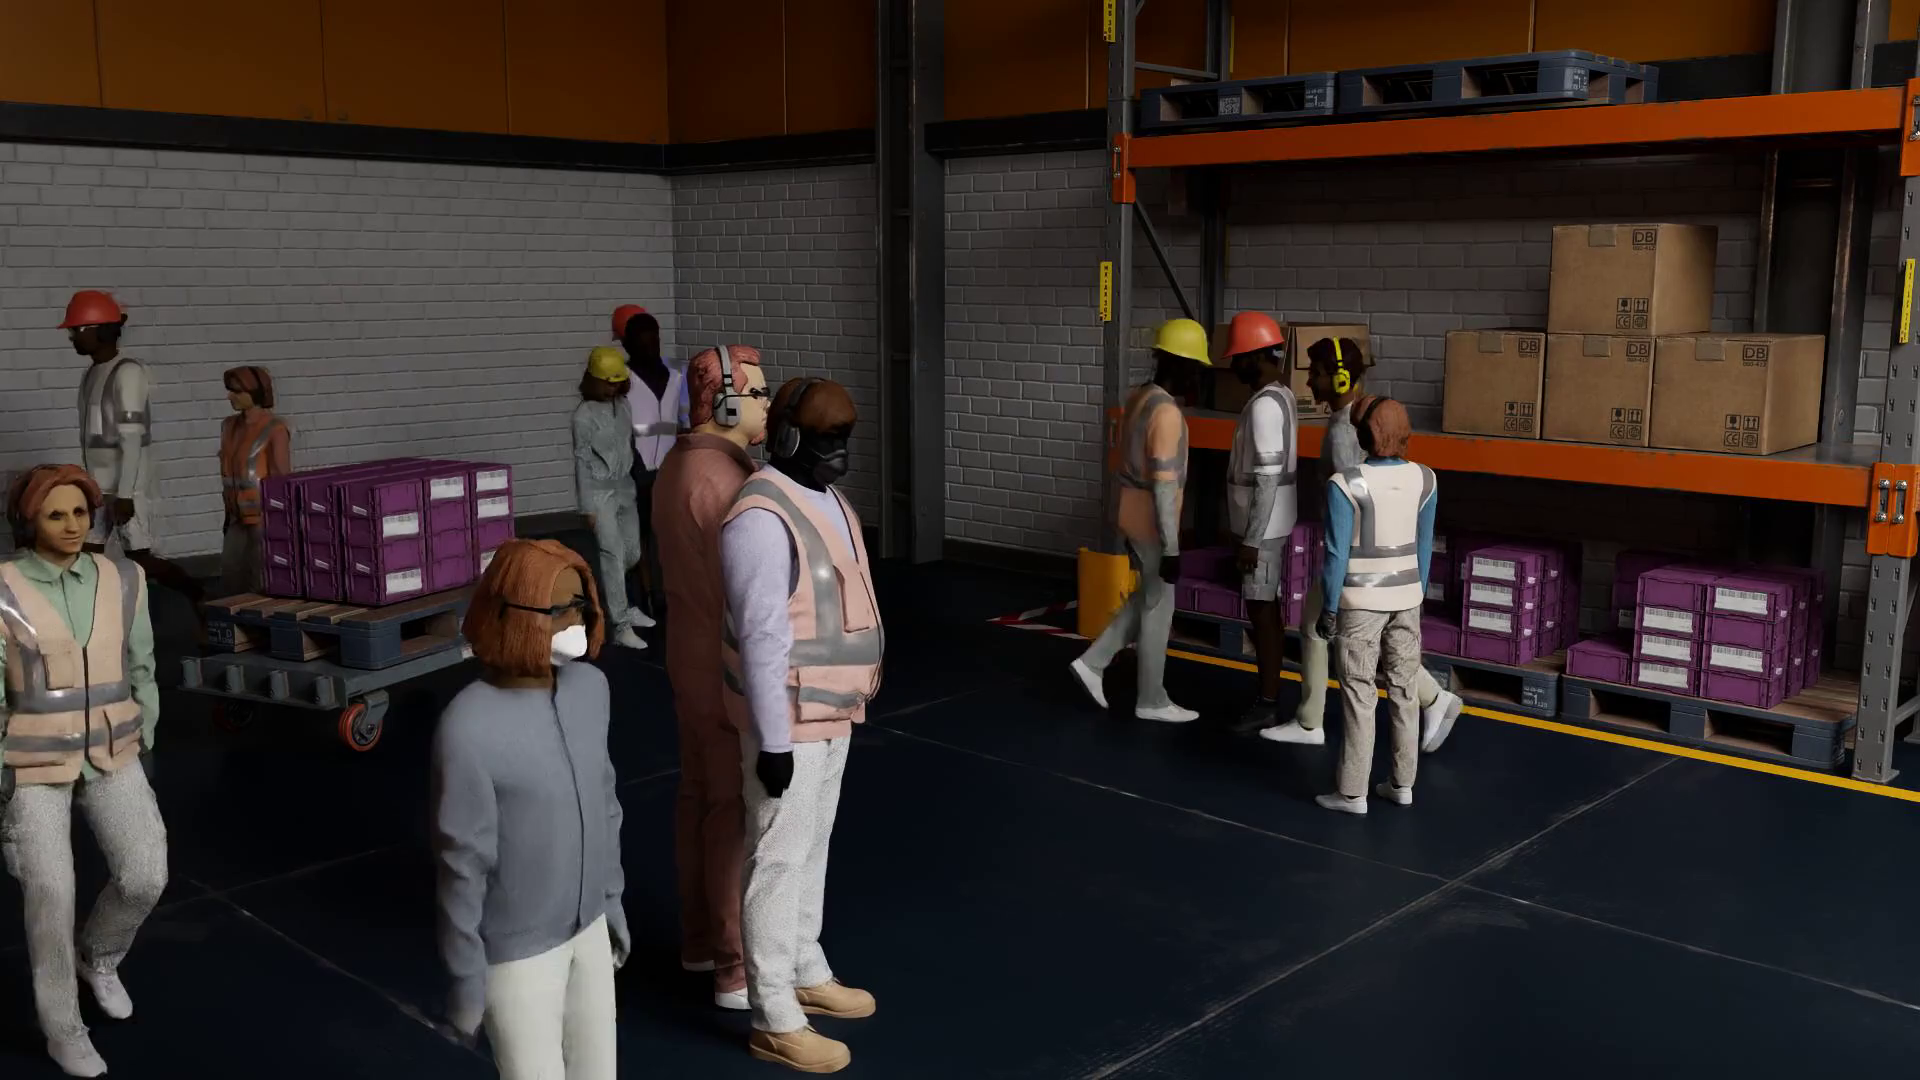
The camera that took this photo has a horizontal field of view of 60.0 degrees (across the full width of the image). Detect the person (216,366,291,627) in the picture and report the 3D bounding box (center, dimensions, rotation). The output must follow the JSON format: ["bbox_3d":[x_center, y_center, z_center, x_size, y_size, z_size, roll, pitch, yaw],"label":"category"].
[{"bbox_3d":[-3.620,-0.095,8.636,0.530,1.626,0.437,6,11,33],"label":"person"}]

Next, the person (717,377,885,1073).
[{"bbox_3d":[-0.417,0.478,4.509,0.430,1.838,0.624,2,9,12],"label":"person"}]

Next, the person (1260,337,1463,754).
[{"bbox_3d":[1.752,0.039,7.212,0.818,1.838,0.541,5,11,28],"label":"person"}]

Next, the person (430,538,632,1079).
[{"bbox_3d":[-0.862,0.787,3.283,0.491,1.618,0.501,4,10,22],"label":"person"}]

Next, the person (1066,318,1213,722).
[{"bbox_3d":[0.862,-0.078,7.718,0.558,1.910,0.646,-1,9,-4],"label":"person"}]

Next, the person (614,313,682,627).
[{"bbox_3d":[-1.735,-0.366,9.600,0.979,1.856,0.588,7,12,37],"label":"person"}]

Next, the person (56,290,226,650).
[{"bbox_3d":[-4.423,-0.319,8.879,0.615,2.017,0.897,7,12,37],"label":"person"}]

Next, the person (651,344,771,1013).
[{"bbox_3d":[-0.648,0.395,4.802,0.409,1.909,0.643,-4,10,-25],"label":"person"}]

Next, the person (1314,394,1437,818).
[{"bbox_3d":[1.613,0.257,6.450,0.511,1.644,0.308,-4,10,-25],"label":"person"}]

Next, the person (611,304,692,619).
[{"bbox_3d":[-1.897,-0.474,10.128,0.572,1.903,0.561,-2,9,-12],"label":"person"}]

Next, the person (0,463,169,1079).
[{"bbox_3d":[-2.339,0.607,4.375,0.379,1.628,0.521,7,12,36],"label":"person"}]

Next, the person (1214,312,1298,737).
[{"bbox_3d":[1.342,-0.066,7.565,0.370,1.928,0.543,3,10,15],"label":"person"}]

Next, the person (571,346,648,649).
[{"bbox_3d":[-2.026,-0.235,9.281,0.606,1.701,0.540,4,10,24],"label":"person"}]
